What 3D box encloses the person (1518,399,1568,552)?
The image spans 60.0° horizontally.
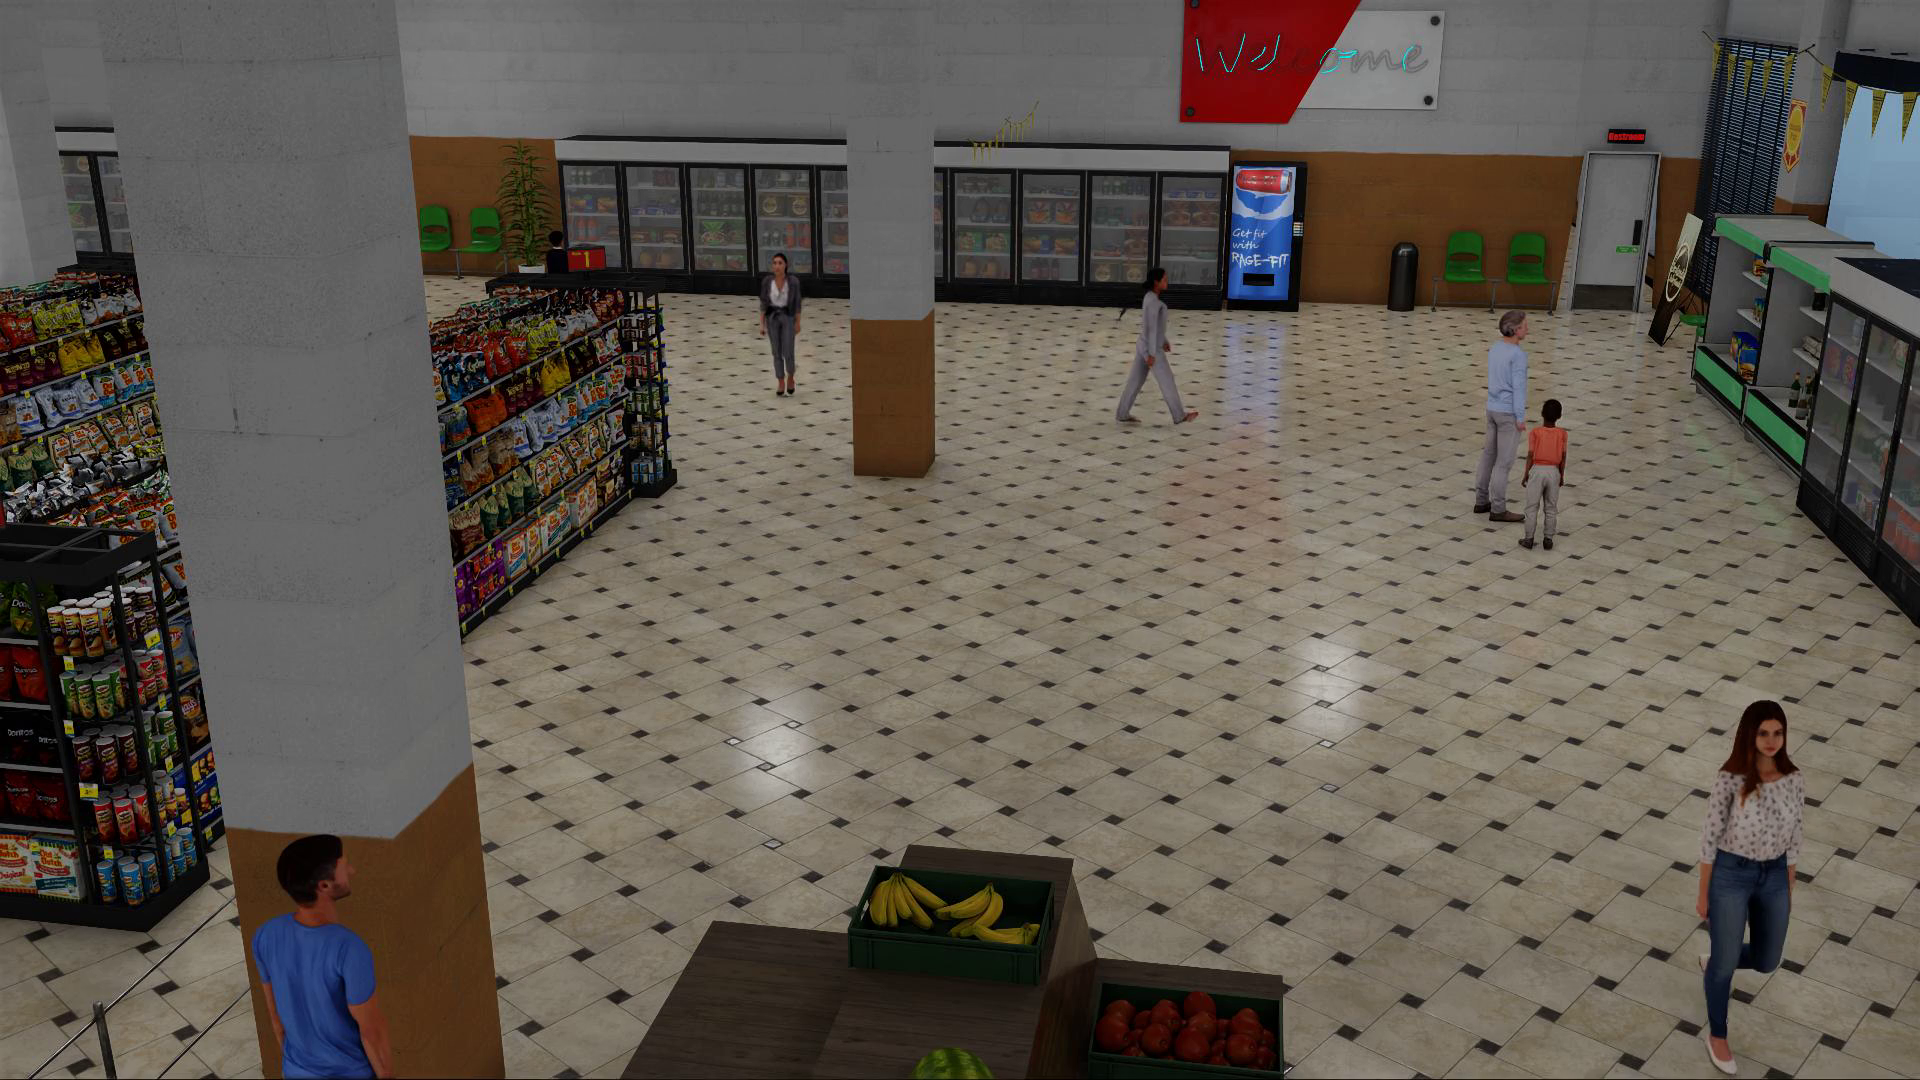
[{"bbox_3d":[4.948,-0.555,14.090,0.497,1.310,0.468,2,19,7],"label":"person"}]

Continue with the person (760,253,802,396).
[{"bbox_3d":[-2.062,-2.507,19.330,0.626,1.662,0.603,2,19,7],"label":"person"}]

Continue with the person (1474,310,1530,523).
[{"bbox_3d":[4.857,-1.119,14.851,0.790,1.894,0.647,-4,19,-11],"label":"person"}]

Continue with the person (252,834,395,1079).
[{"bbox_3d":[-2.226,1.912,5.912,0.690,1.862,0.610,7,20,20],"label":"person"}]

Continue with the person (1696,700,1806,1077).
[{"bbox_3d":[3.464,1.488,7.394,0.647,1.718,0.842,1,19,2],"label":"person"}]

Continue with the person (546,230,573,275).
[{"bbox_3d":[-5.776,-3.851,23.997,0.518,1.227,0.519,2,19,4],"label":"person"}]

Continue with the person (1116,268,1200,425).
[{"bbox_3d":[1.981,-2.055,17.941,0.881,1.692,1.114,-1,19,-2],"label":"person"}]
